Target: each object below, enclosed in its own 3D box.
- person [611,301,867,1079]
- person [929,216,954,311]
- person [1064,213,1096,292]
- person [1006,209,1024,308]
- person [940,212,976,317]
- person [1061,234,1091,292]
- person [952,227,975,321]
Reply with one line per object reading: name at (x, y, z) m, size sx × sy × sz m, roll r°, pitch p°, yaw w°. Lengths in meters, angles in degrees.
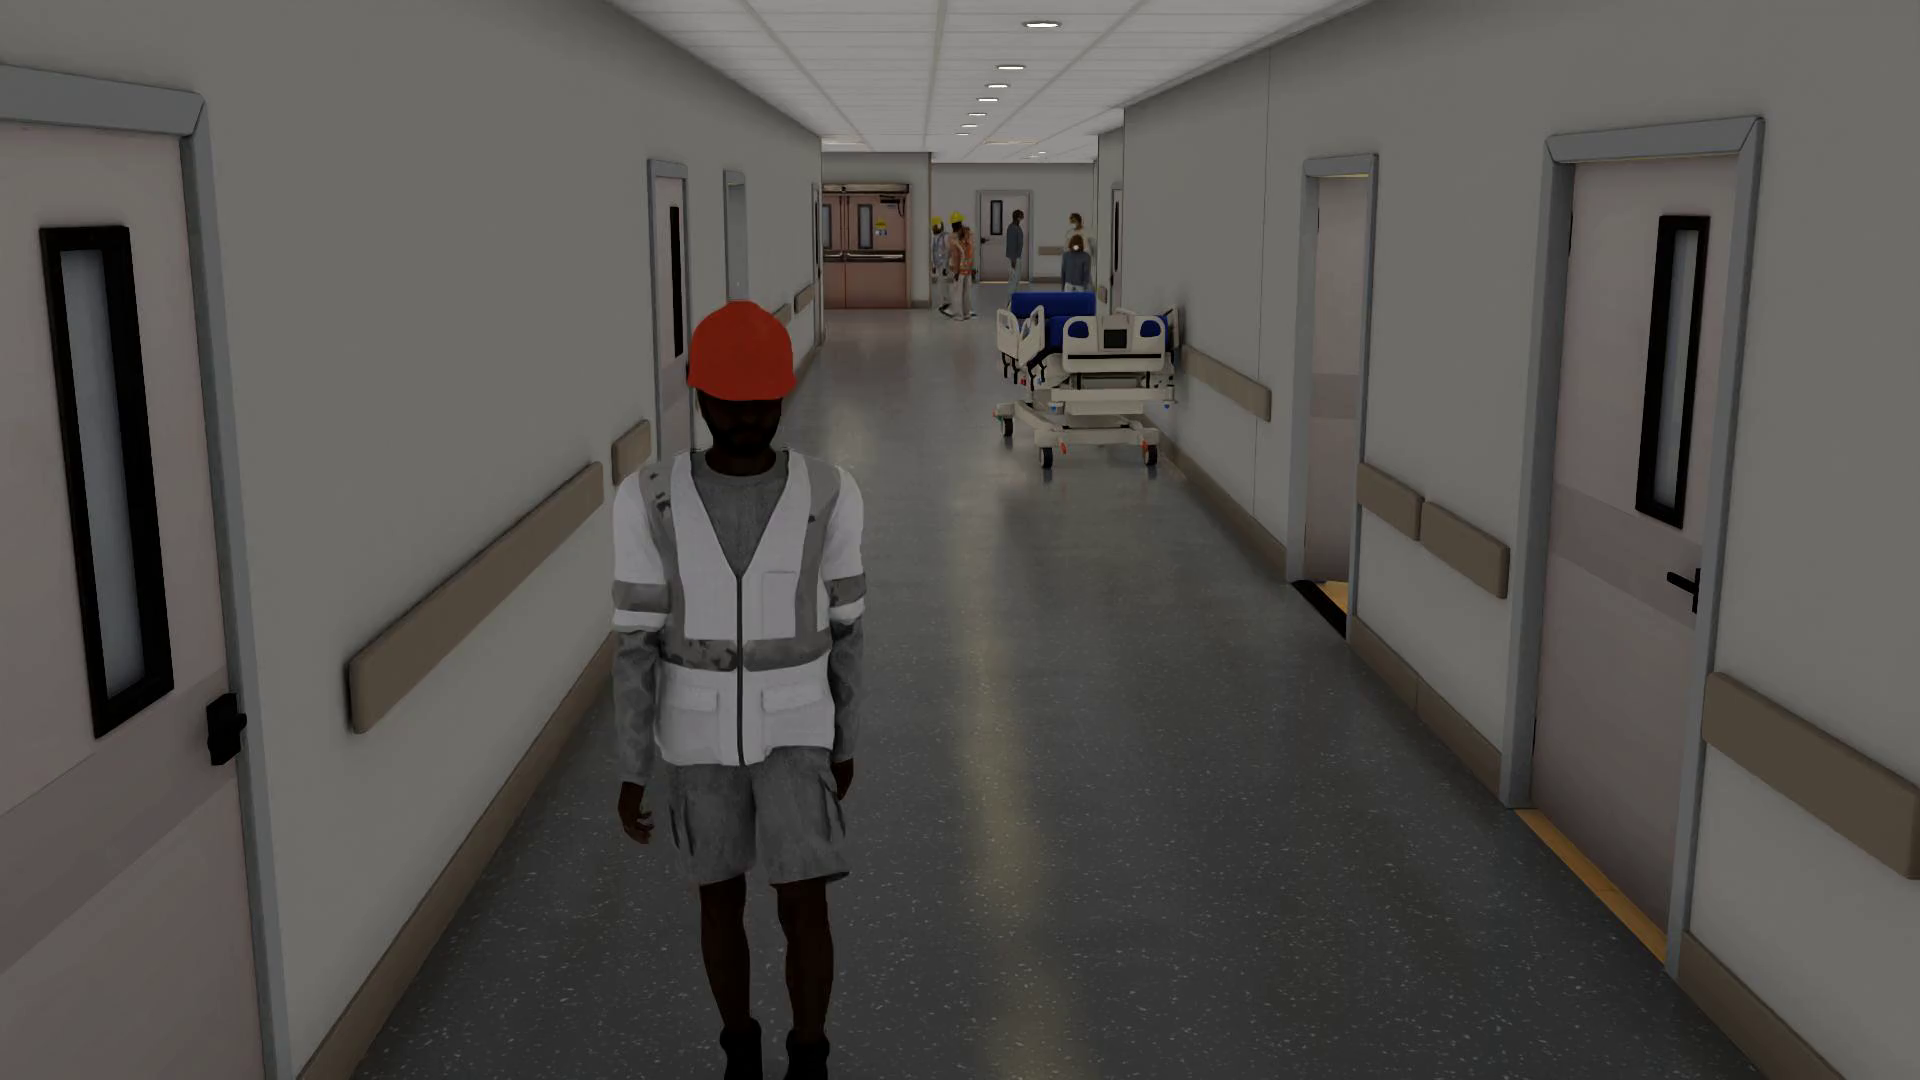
person at (-0.472, 0.449, 3.623) m, size 0.550 × 1.917 × 0.594 m, roll -1°, pitch 12°, yaw -5°
person at (-0.342, -5.271, 31.791) m, size 0.472 × 1.792 × 0.671 m, roll -5°, pitch 13°, yaw -22°
person at (2.240, -5.142, 30.976) m, size 0.633 × 1.862 × 1.006 m, roll 8°, pitch 14°, yaw 33°
person at (1.093, -5.516, 32.668) m, size 0.386 × 1.928 × 0.636 m, roll 3°, pitch 12°, yaw 12°
person at (-0.072, -4.978, 30.138) m, size 0.955 × 1.873 × 0.614 m, roll -10°, pitch 15°, yaw -40°
person at (1.785, -3.958, 25.889) m, size 0.502 × 1.579 × 0.820 m, roll 3°, pitch 12°, yaw 15°
person at (0.063, -4.701, 29.372) m, size 0.307 × 1.645 × 0.520 m, roll 10°, pitch 15°, yaw 40°
